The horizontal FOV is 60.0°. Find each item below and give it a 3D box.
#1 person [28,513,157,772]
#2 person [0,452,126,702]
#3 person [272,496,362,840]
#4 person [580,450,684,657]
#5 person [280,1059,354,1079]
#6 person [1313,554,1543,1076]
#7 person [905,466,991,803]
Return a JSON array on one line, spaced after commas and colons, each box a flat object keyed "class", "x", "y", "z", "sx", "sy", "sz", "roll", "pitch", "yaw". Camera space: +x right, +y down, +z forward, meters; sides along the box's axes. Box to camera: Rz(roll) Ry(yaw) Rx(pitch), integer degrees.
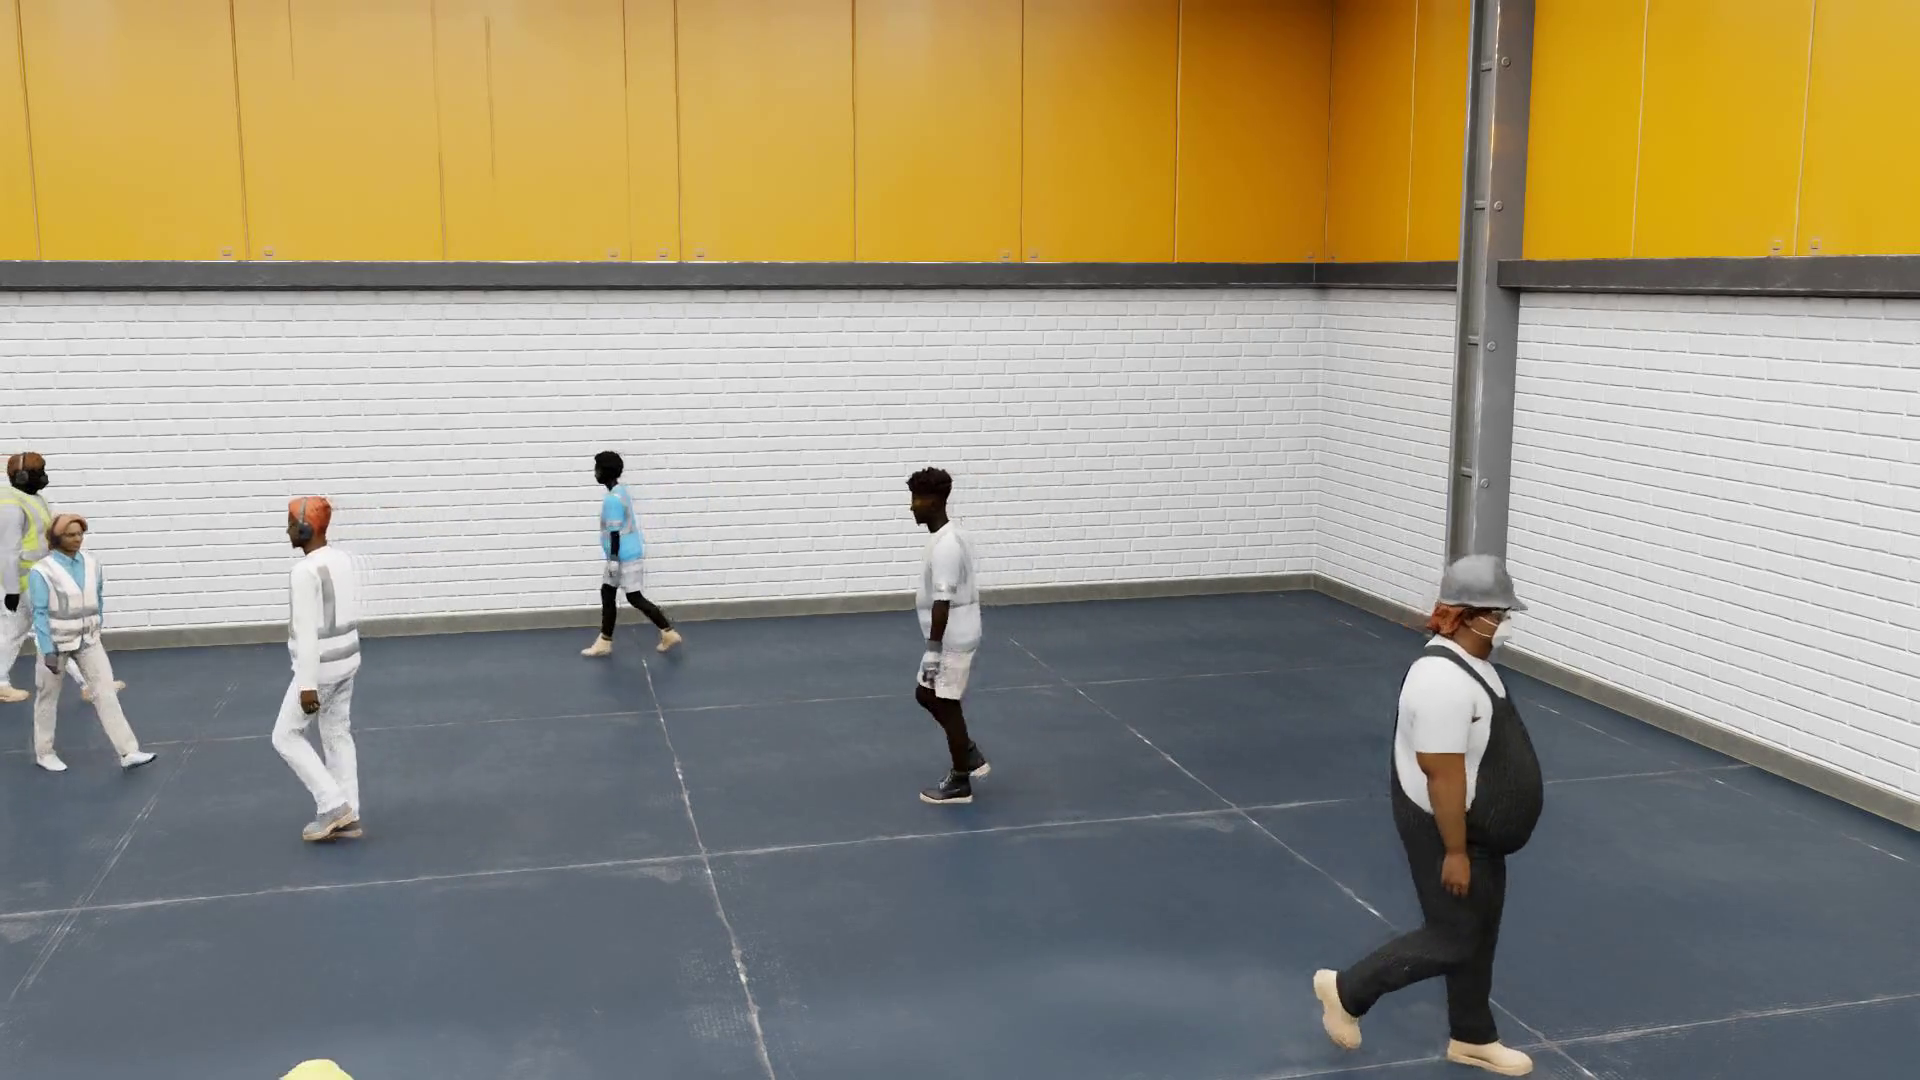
[{"class": "person", "x": -5.315, "y": 0.638, "z": 10.019, "sx": 0.847, "sy": 1.593, "sz": 0.537, "roll": 4, "pitch": 10, "yaw": 23}, {"class": "person", "x": -6.496, "y": 0.268, "z": 11.736, "sx": 0.949, "sy": 1.792, "sz": 0.644, "roll": -3, "pitch": 10, "yaw": -17}, {"class": "person", "x": -3.413, "y": 0.692, "z": 8.832, "sx": 0.424, "sy": 1.867, "sz": 0.615, "roll": 1, "pitch": 9, "yaw": 5}, {"class": "person", "x": -2.593, "y": 0.107, "z": 13.120, "sx": 0.771, "sy": 1.664, "sz": 0.533, "roll": -2, "pitch": 9, "yaw": -14}, {"class": "person", "x": -1.073, "y": 1.732, "z": 2.744, "sx": 0.528, "sy": 1.739, "sz": 0.744, "roll": 3, "pitch": 10, "yaw": 20}, {"class": "person", "x": 1.791, "y": 1.024, "z": 6.232, "sx": 0.738, "sy": 2.000, "sz": 0.692, "roll": 4, "pitch": 10, "yaw": 26}, {"class": "person", "x": -0.093, "y": 0.548, "z": 9.498, "sx": 0.431, "sy": 1.942, "sz": 0.651, "roll": 0, "pitch": 9, "yaw": -3}]
